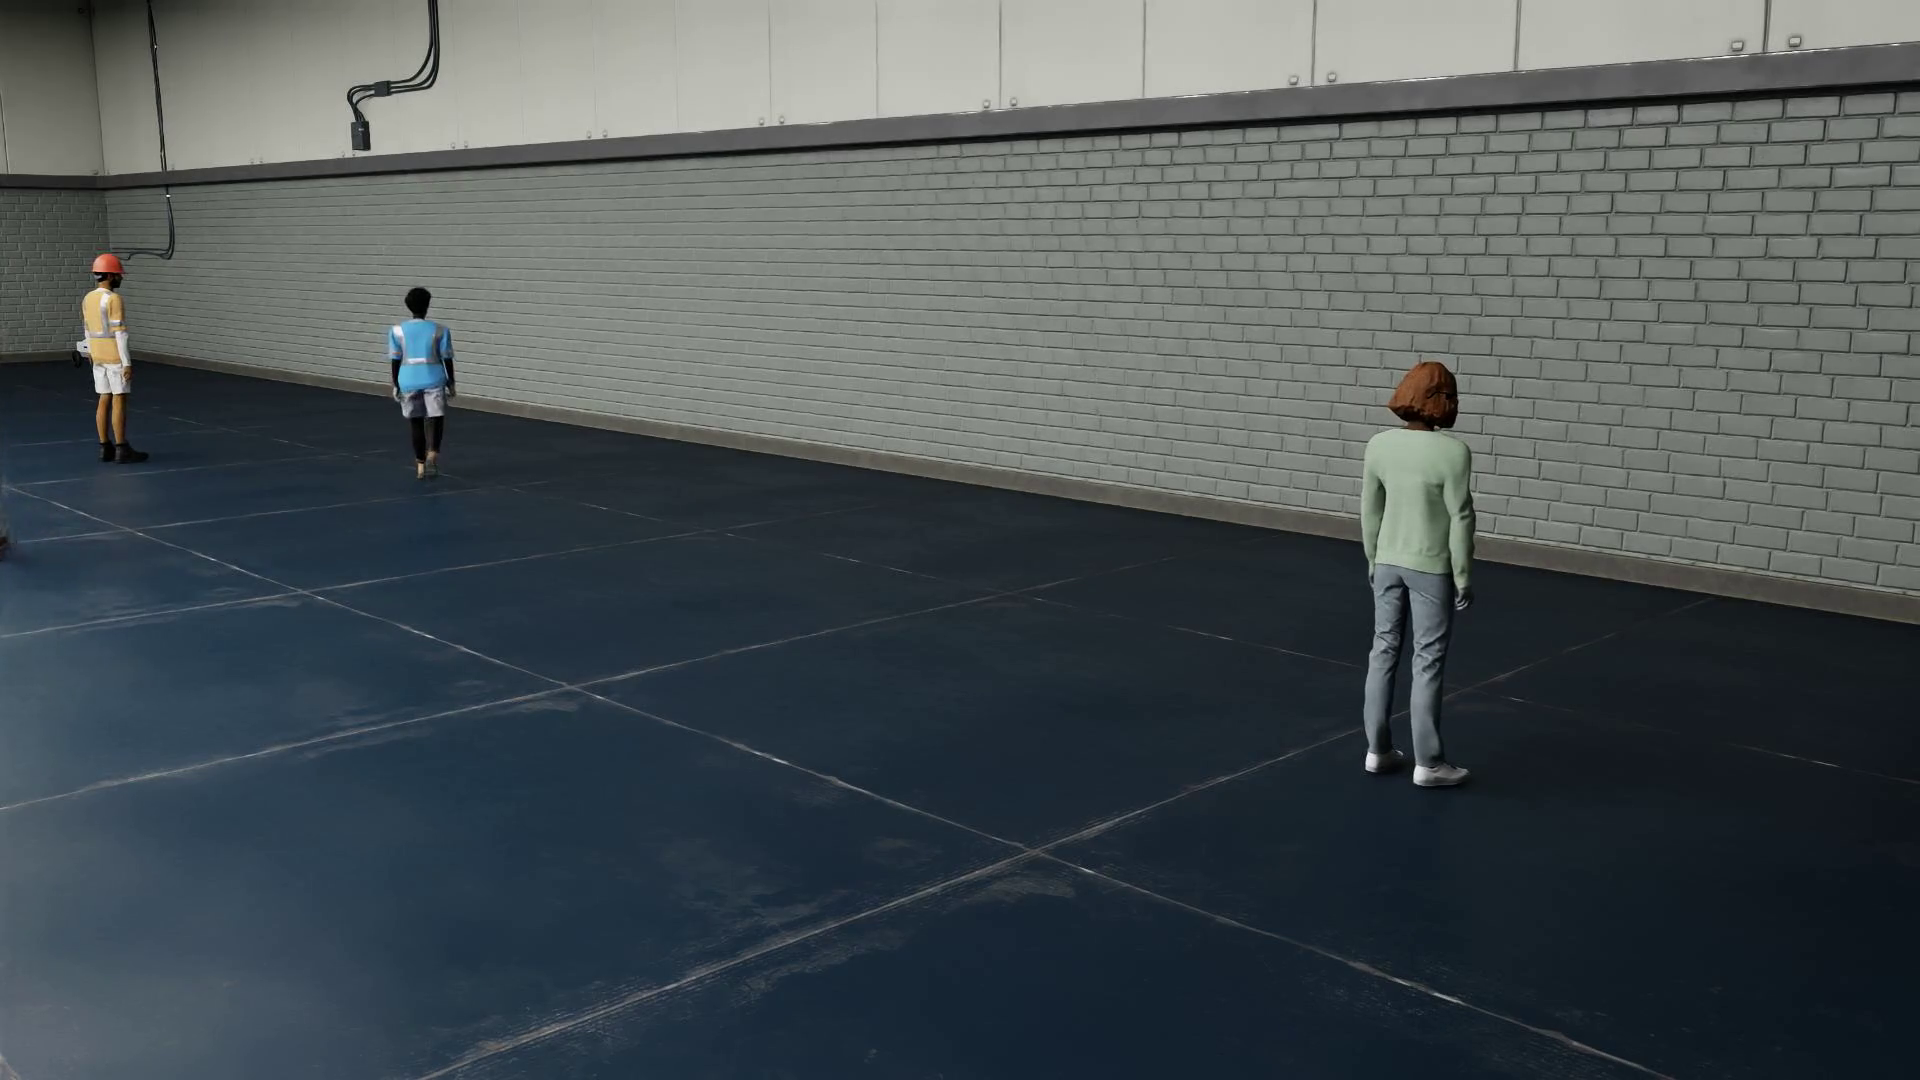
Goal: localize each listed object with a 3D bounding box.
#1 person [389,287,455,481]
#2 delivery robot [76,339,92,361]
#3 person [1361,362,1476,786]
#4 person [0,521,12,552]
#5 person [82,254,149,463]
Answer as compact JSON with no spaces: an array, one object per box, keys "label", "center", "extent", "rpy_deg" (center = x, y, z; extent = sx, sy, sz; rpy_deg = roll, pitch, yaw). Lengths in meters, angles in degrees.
[{"label":"person","center":[-4.635,-1.339,14.345],"extent":[0.537,1.675,0.754],"rpy_deg":[-2,11,-11]},{"label":"delivery robot","center":[-13.955,-3.092,26.803],"extent":[0.477,0.478,0.707],"rpy_deg":[-10,14,-44]},{"label":"person","center":[1.772,0.127,6.447],"extent":[0.279,1.633,0.497],"rpy_deg":[-8,13,-36]},{"label":"person","center":[-6.543,-0.742,10.505],"extent":[0.641,1.899,1.009],"rpy_deg":[4,11,21]},{"label":"person","center":[-7.936,-1.705,15.606],"extent":[0.552,1.935,0.374],"rpy_deg":[7,12,32]}]
